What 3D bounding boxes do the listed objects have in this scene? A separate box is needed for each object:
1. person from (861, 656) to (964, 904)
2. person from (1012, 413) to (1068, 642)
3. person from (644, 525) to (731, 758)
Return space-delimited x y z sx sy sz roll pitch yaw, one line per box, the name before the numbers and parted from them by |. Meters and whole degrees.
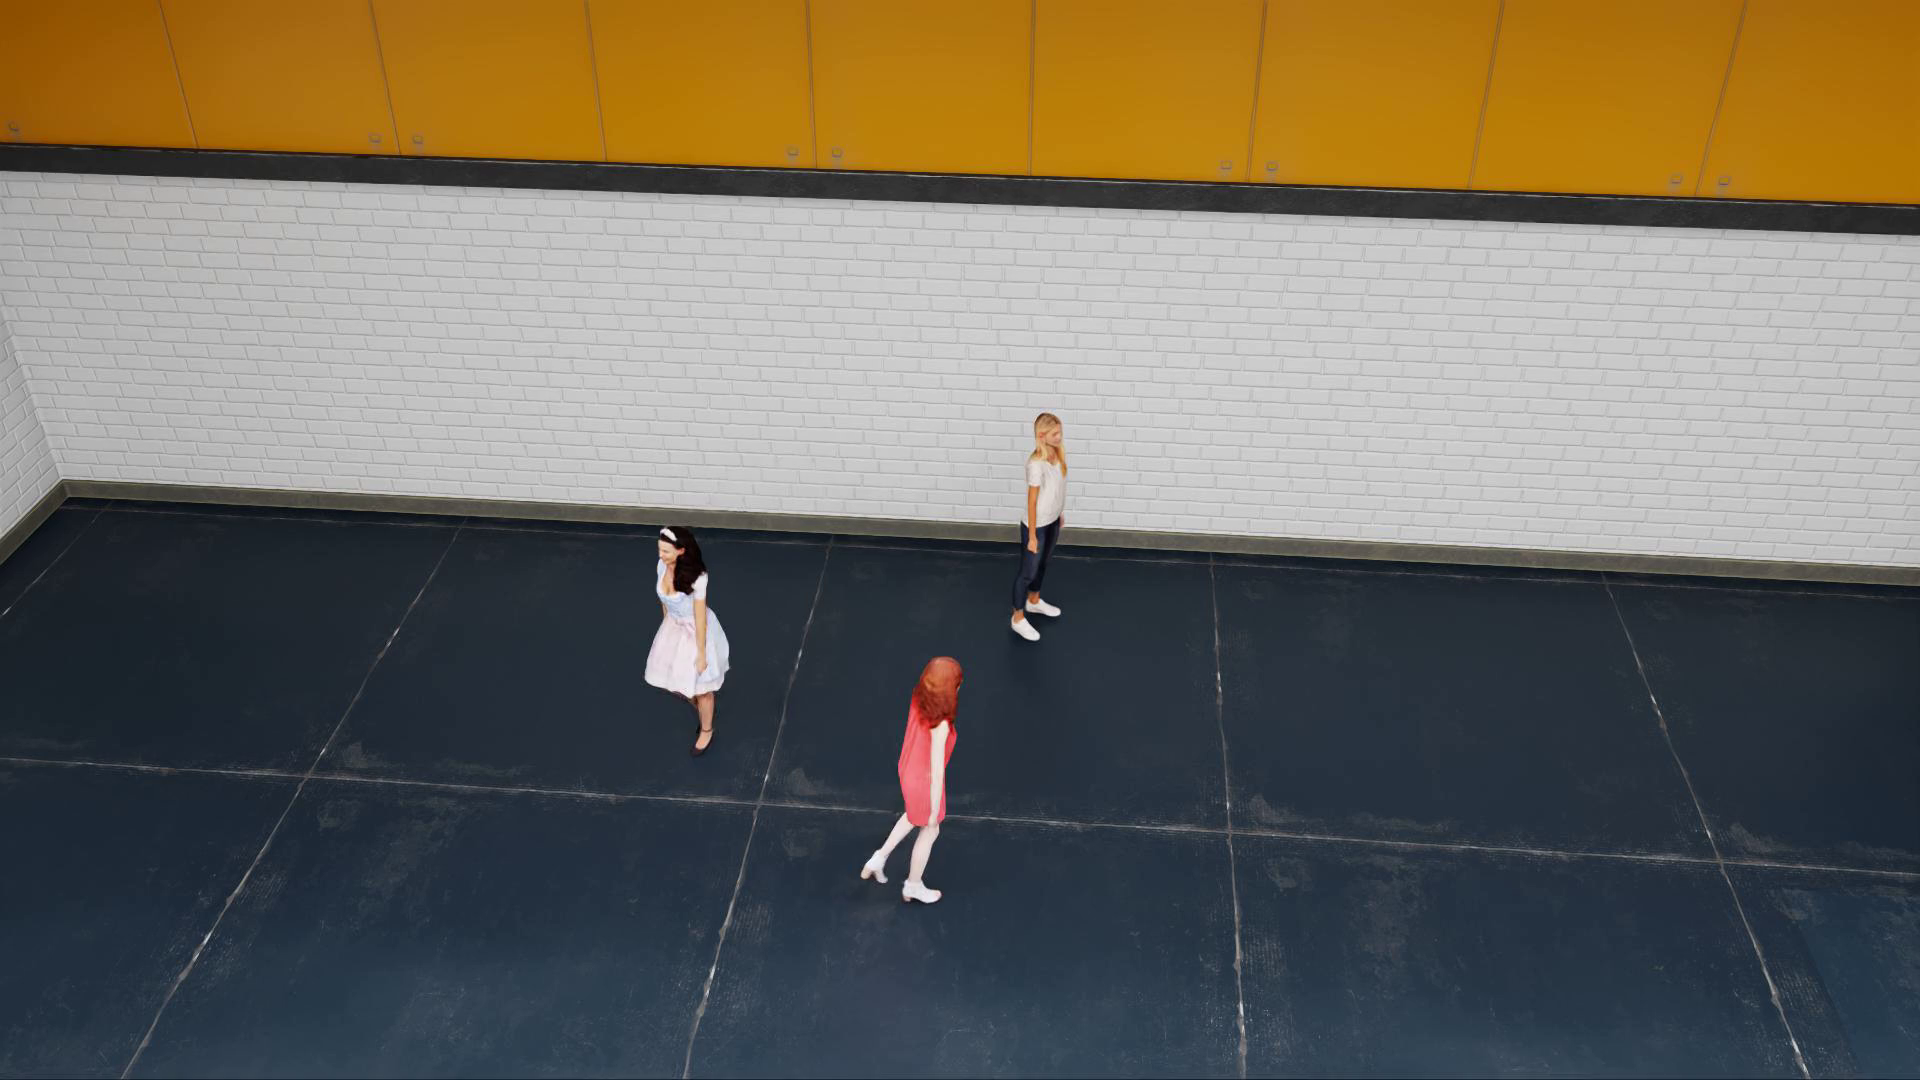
person | -0.292 1.411 9.482 0.875 1.797 0.877 -11 35 -16
person | 0.558 -0.121 11.783 0.734 1.801 0.616 17 37 24
person | -1.659 0.625 10.660 0.849 1.803 0.922 21 39 29
